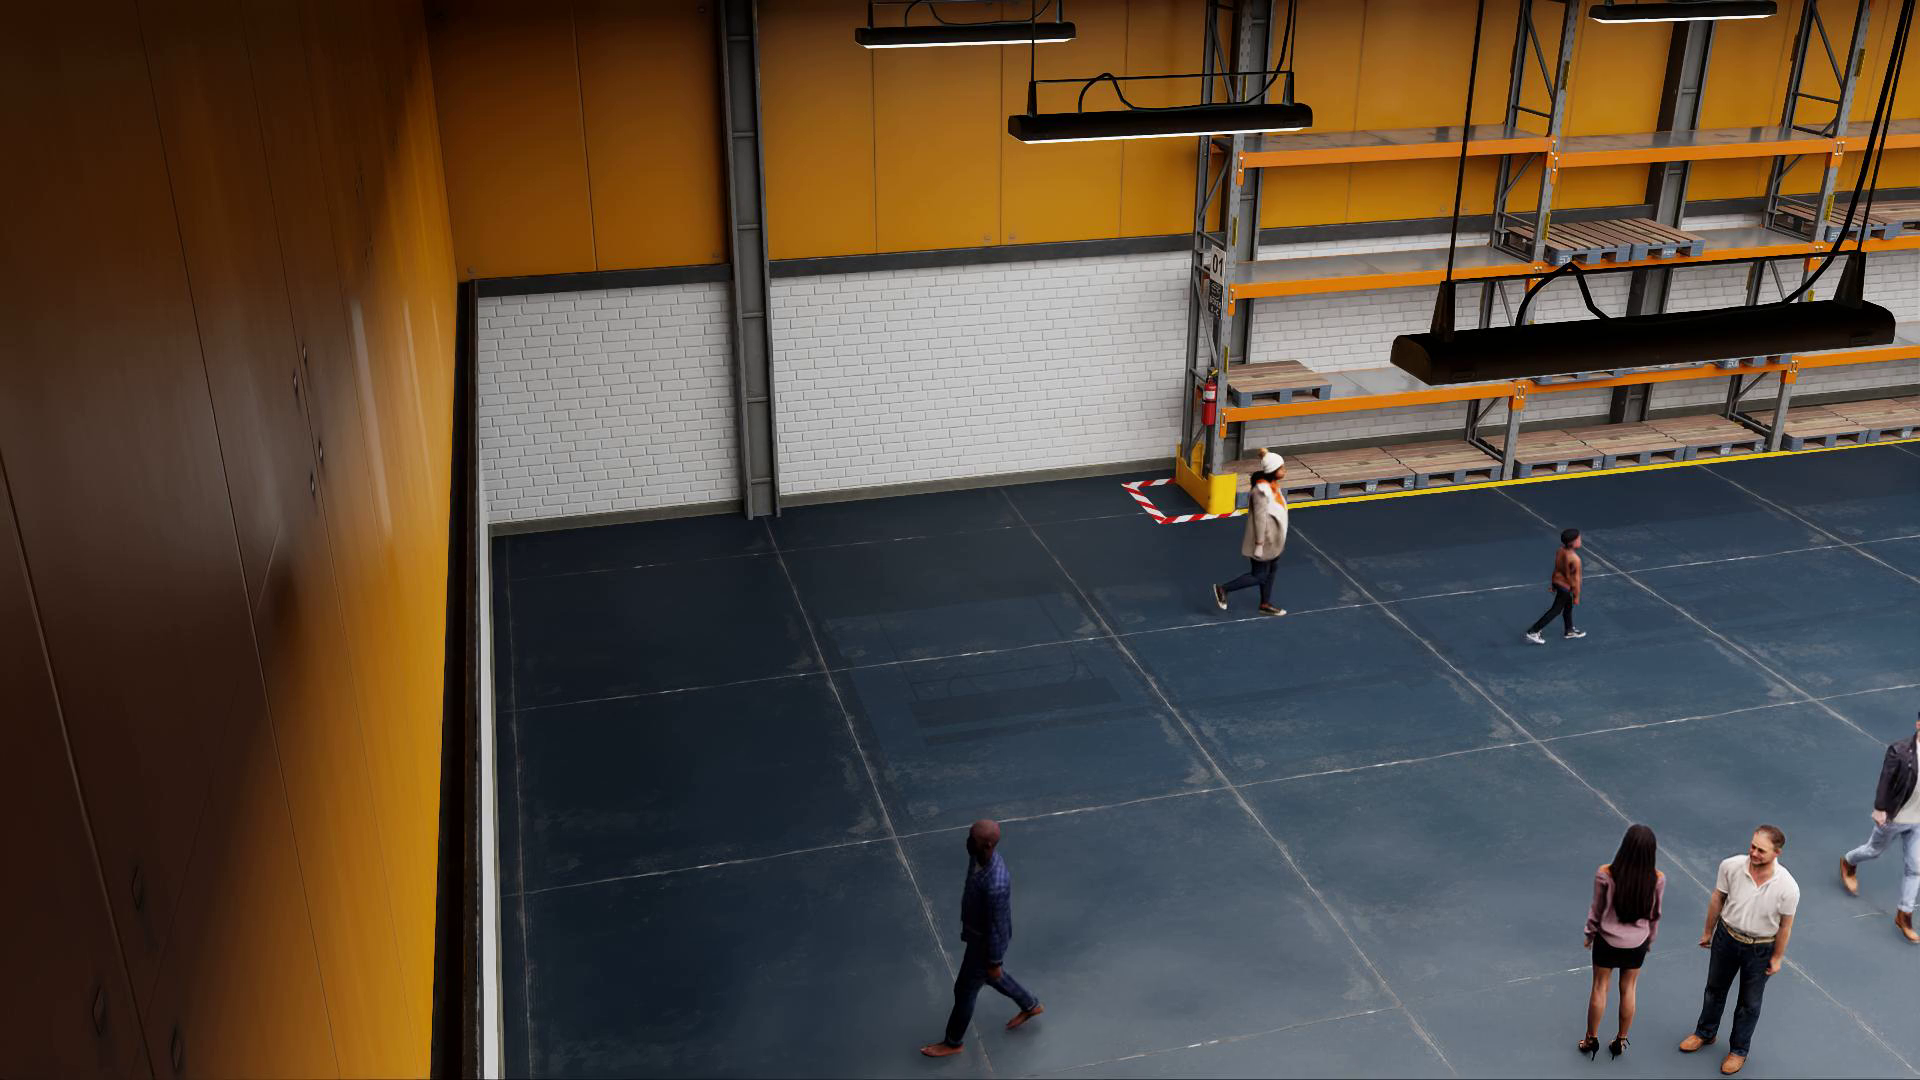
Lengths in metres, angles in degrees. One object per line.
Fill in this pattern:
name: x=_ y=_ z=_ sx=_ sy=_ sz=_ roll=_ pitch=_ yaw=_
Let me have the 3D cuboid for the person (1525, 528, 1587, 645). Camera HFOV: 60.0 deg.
person: x=6.015 y=0.477 z=16.721 sx=0.920 sy=1.236 sz=0.597 roll=-3 pitch=24 yaw=-7

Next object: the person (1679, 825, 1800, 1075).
person: x=5.191 y=2.656 z=10.967 sx=0.722 sy=1.853 sz=0.745 roll=-19 pitch=30 yaw=-37

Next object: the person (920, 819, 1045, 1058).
person: x=0.235 y=2.635 z=11.100 sx=1.126 sy=1.786 sz=0.708 roll=-4 pitch=24 yaw=-9

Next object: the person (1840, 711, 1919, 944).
person: x=7.036 y=2.013 z=12.487 sx=1.128 sy=1.814 sz=0.876 roll=-1 pitch=24 yaw=-3

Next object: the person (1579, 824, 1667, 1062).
person: x=4.368 y=2.667 z=10.993 sx=0.607 sy=1.812 sz=0.746 roll=4 pitch=24 yaw=8

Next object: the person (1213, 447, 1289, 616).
person: x=3.041 y=-0.067 z=17.174 sx=1.125 sy=1.871 sz=1.009 roll=8 pitch=25 yaw=18
